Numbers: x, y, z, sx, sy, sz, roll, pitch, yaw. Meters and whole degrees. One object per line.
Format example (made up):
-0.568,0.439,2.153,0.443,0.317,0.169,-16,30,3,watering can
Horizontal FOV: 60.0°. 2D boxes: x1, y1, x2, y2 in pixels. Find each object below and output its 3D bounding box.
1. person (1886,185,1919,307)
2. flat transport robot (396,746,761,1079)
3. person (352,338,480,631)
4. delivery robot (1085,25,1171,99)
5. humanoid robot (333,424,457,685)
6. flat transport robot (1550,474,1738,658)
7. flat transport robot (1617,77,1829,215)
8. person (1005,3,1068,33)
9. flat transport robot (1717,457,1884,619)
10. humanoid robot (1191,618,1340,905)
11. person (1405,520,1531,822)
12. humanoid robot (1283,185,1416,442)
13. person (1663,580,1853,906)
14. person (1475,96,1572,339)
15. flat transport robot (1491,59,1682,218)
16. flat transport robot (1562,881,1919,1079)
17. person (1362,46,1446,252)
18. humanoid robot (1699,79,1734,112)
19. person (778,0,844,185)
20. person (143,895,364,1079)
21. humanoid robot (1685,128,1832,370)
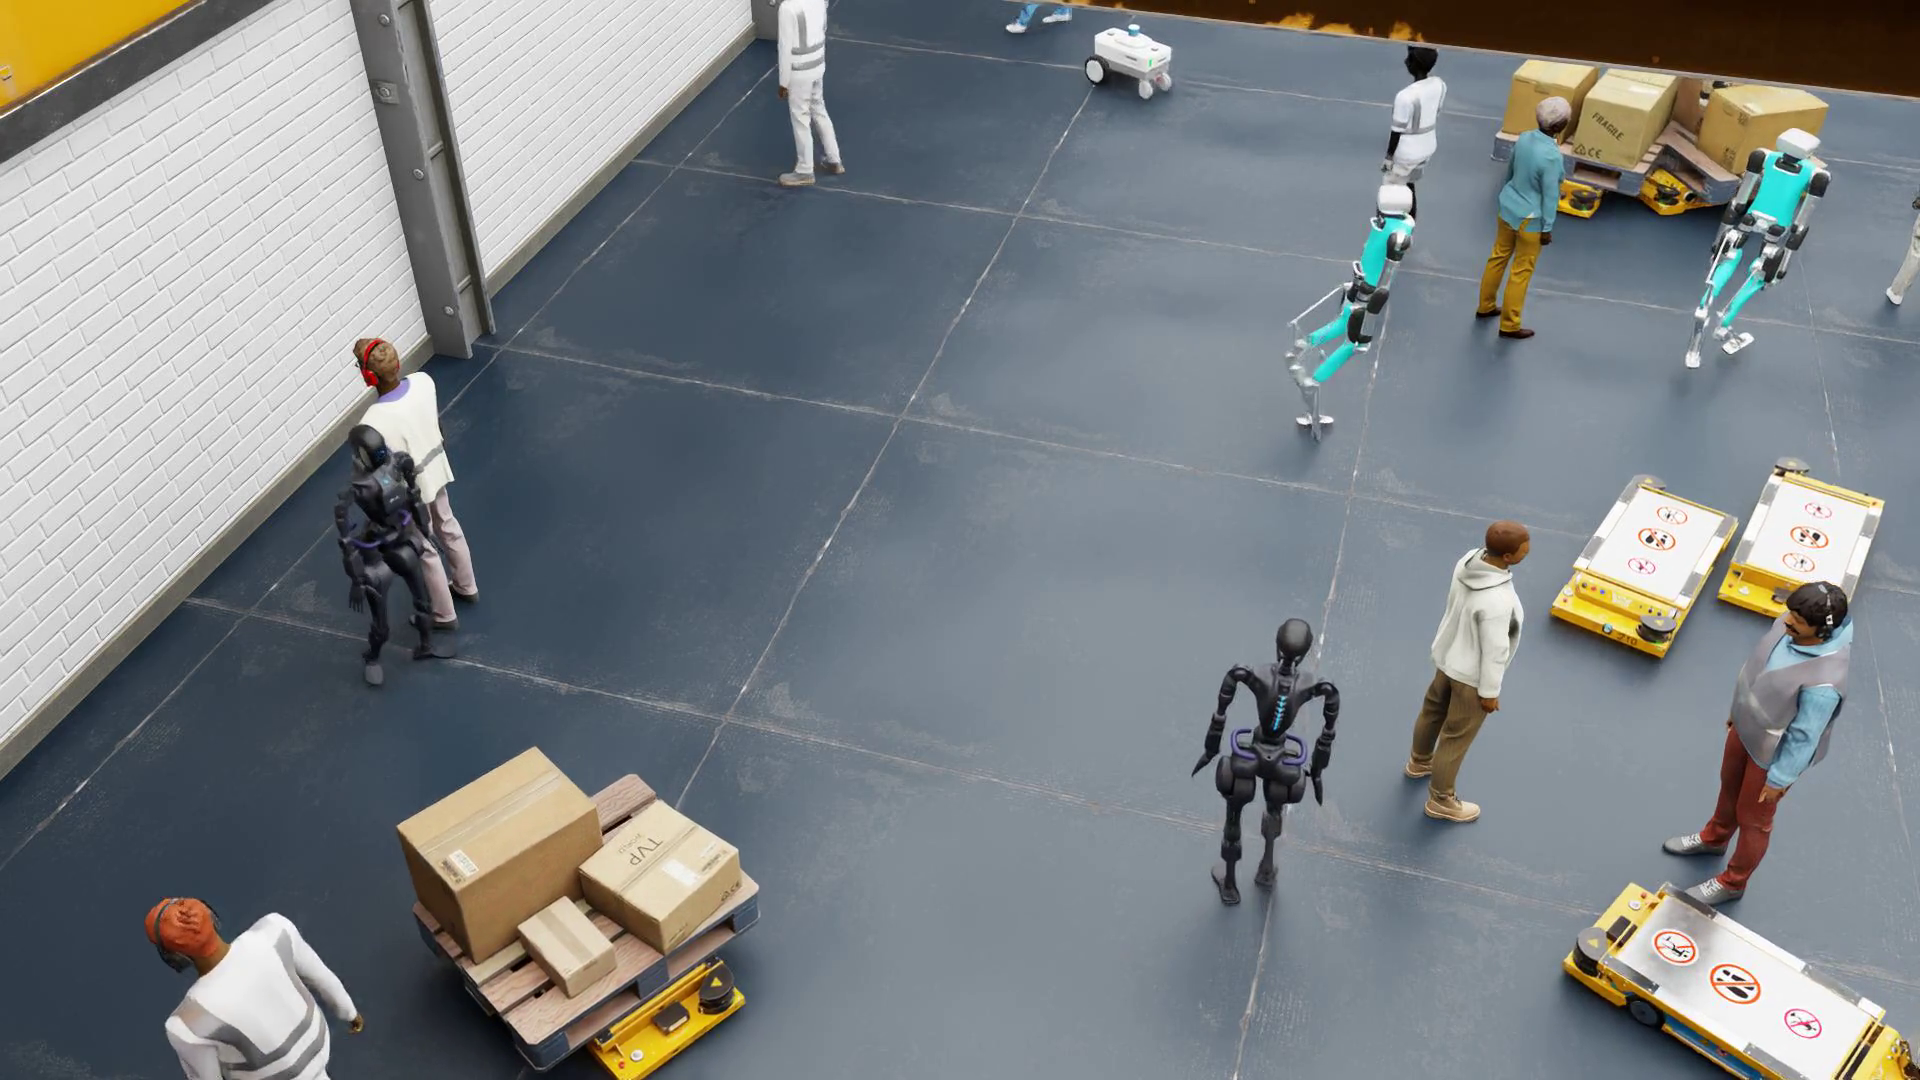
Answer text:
7.111,-2.406,11.908,0.515,1.633,0.313,9,40,11,person
-1.694,1.856,7.696,0.659,0.231,1.431,-31,48,-32,flat transport robot
-2.966,-0.287,9.104,0.373,1.843,0.568,12,40,15,person
1.554,-4.434,15.307,0.791,0.614,0.499,31,48,33,delivery robot
-3.076,0.047,8.829,0.459,1.646,0.609,20,43,23,humanoid robot
4.081,0.124,9.850,0.659,0.231,1.431,24,45,27,flat transport robot
6.237,-2.986,13.719,1.431,0.231,0.659,-10,40,-12,flat transport robot
0.750,-5.745,16.014,0.845,1.690,0.507,-16,42,-19,person
5.071,0.022,9.977,0.659,0.231,1.431,22,44,25,flat transport robot
1.376,1.020,7.614,0.611,1.646,0.340,5,39,7,humanoid robot
2.444,0.614,8.044,0.363,1.766,0.535,-4,39,-5,person
2.383,-1.399,10.632,0.795,1.835,0.543,2,39,3,humanoid robot
3.695,0.922,7.580,0.415,1.873,0.534,0,39,0,person
3.964,-2.255,11.623,0.345,1.753,0.523,-12,40,-14,person
5.159,-3.110,13.872,0.659,0.231,1.431,23,44,26,flat transport robot
3.506,2.088,7.407,1.431,0.231,0.659,32,49,33,flat transport robot
3.387,-2.928,12.516,0.555,1.681,0.328,-30,47,-32,person
6.205,-3.488,13.189,0.548,1.806,0.736,-10,40,-13,humanoid robot
-1.229,-3.766,13.421,0.434,1.865,0.641,18,42,21,person
-2.610,1.956,6.297,0.552,1.860,0.613,16,41,19,person
5.223,-1.830,11.096,0.561,1.745,0.947,31,48,32,humanoid robot
